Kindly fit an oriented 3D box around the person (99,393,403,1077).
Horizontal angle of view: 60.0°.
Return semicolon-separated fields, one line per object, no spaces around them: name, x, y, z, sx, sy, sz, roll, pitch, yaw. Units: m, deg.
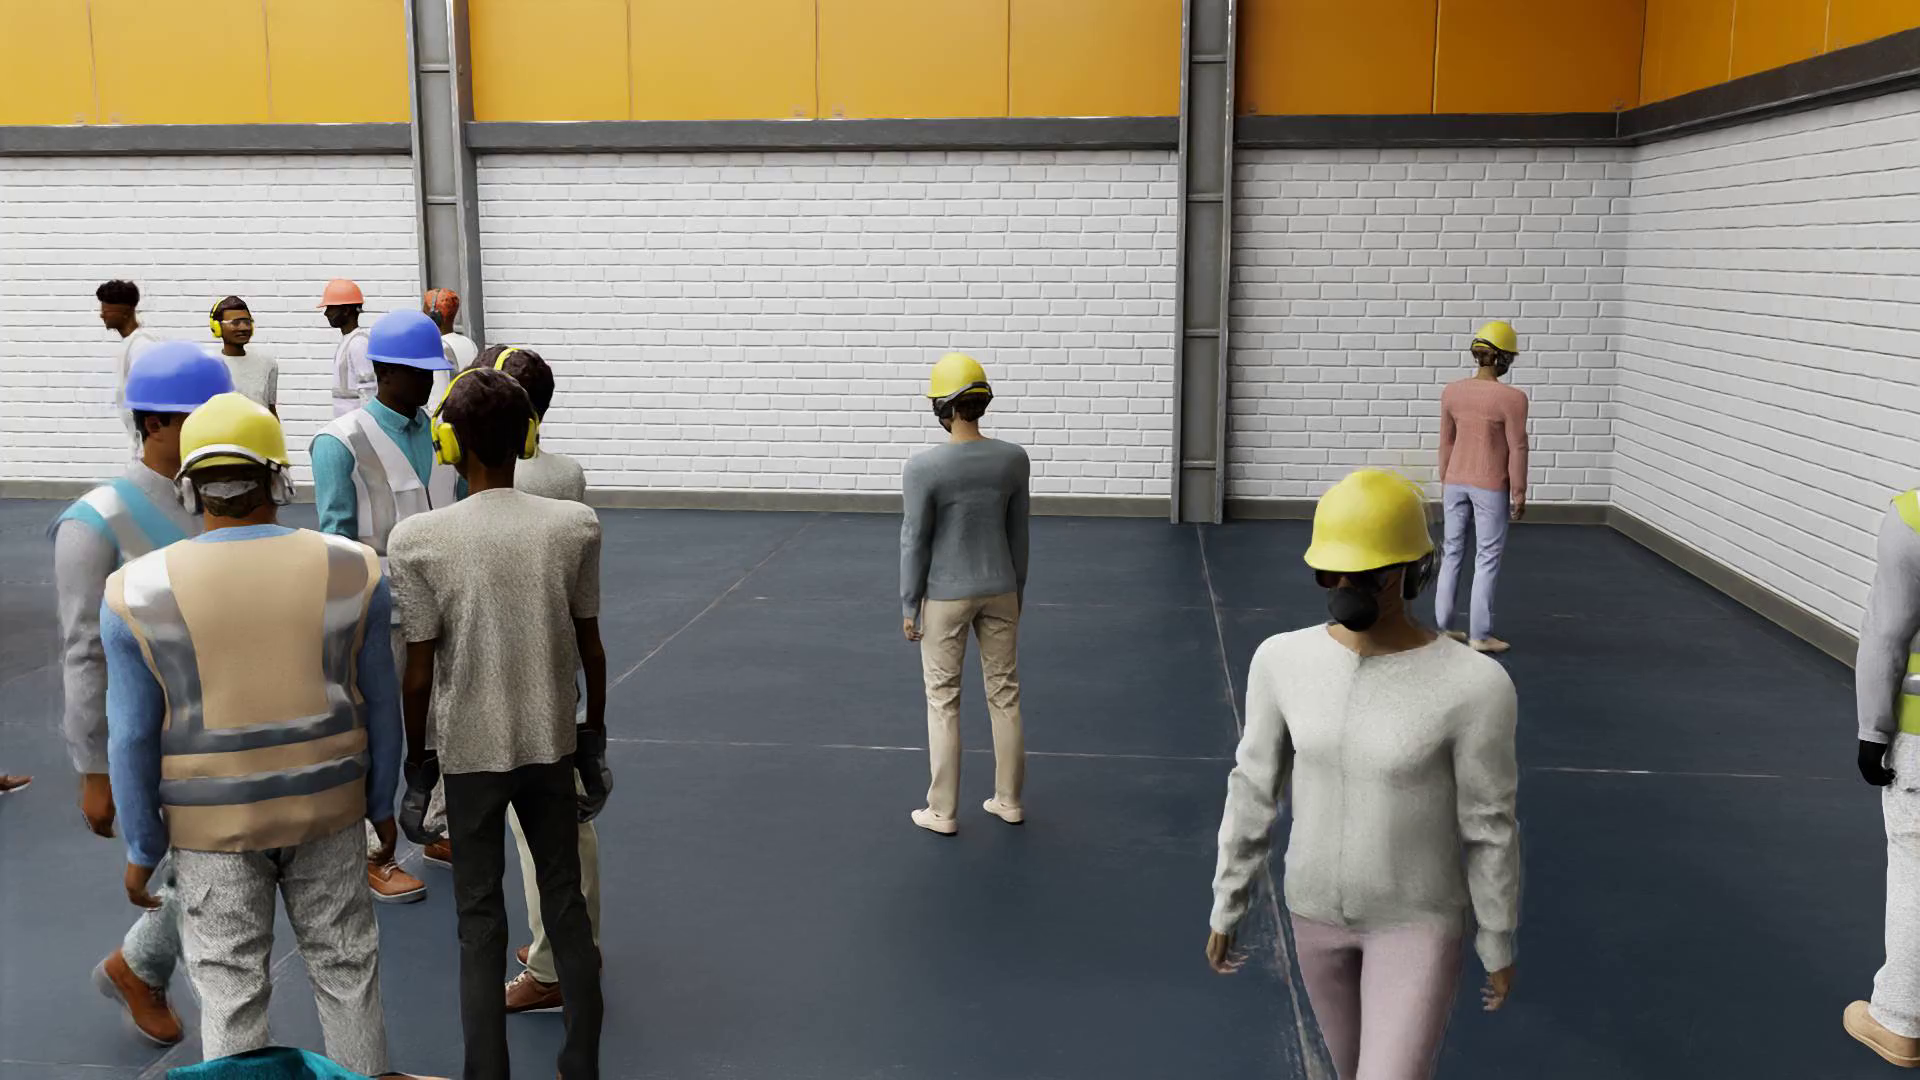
person;-1.524;0.593;3.644;0.591;1.822;0.404;-6;11;-29

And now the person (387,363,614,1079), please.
person;-1.068;0.522;3.922;0.510;1.870;0.328;-6;12;-33

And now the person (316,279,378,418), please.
person;-4.025;-0.757;11.040;0.375;1.935;0.551;-5;11;-26

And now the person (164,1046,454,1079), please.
person;-0.440;1.002;1.061;0.587;1.911;0.397;-7;12;-35

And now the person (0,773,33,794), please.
person;-3.849;0.259;6.184;0.713;1.598;0.530;-5;11;-27

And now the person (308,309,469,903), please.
person;-1.823;0.214;5.493;0.415;1.939;0.603;6;12;31

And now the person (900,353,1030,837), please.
person;0.012;0.202;6.078;0.527;1.760;0.337;-5;11;-26

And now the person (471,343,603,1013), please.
person;-1.213;0.394;4.643;0.328;1.874;0.521;2;10;12

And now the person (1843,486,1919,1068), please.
person;2.621;0.476;4.292;0.624;1.837;0.429;1;10;5

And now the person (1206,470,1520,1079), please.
person;0.736;0.729;3.150;0.552;1.719;0.888;8;13;38

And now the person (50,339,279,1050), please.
person;-1.952;0.461;4.146;0.886;1.923;0.639;4;11;20

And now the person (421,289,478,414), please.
person;-3.228;-0.634;10.499;0.355;1.882;0.576;1;10;6

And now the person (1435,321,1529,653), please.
person;2.771;-0.276;8.815;0.344;1.756;0.532;-8;13;-38

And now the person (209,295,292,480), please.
person;-4.000;-0.417;9.277;0.325;1.876;0.521;9;14;43
